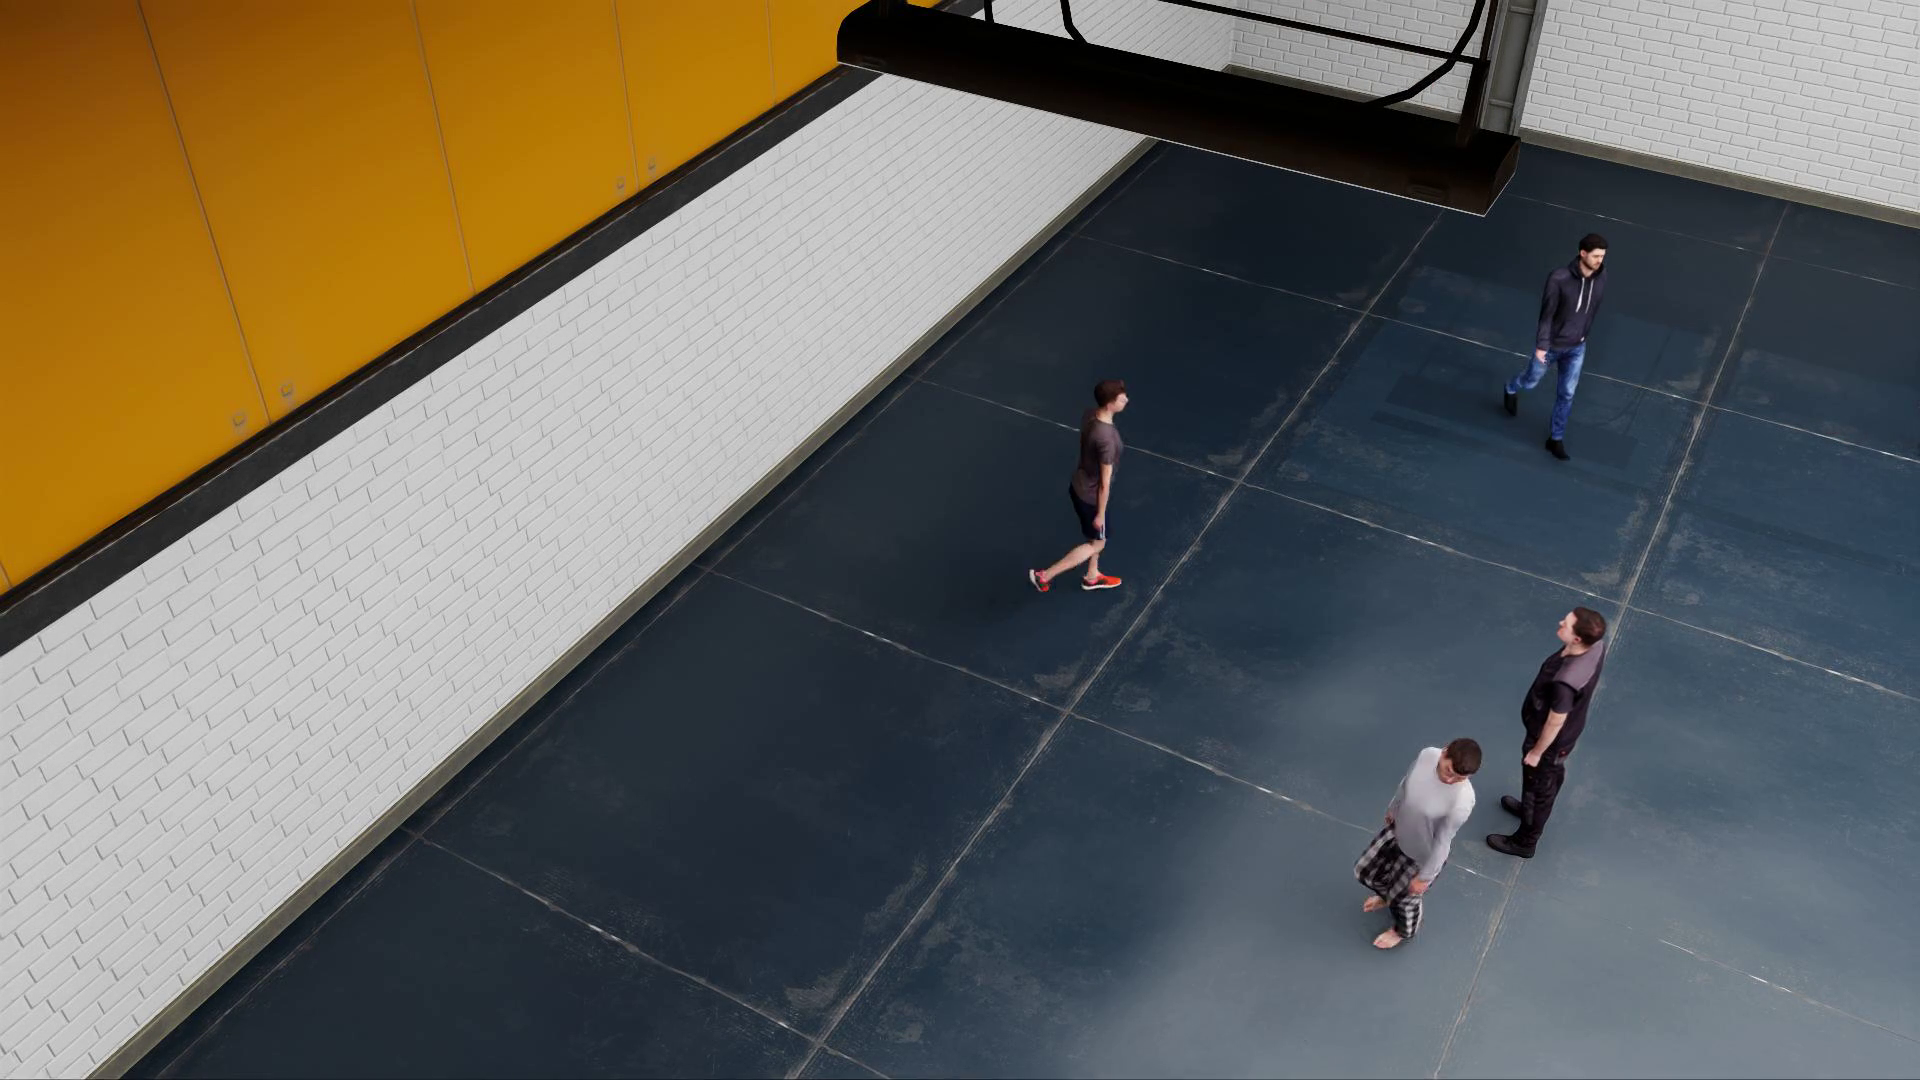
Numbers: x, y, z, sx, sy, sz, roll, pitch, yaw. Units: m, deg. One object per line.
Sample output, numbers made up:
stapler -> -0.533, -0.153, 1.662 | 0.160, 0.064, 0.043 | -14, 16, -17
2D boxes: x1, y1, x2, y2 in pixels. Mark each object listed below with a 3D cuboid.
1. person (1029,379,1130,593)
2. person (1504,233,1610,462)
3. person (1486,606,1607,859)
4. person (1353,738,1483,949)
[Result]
person -> 0.833, -0.312, 11.573 | 1.100, 1.829, 1.025 | -9, 40, -12
person -> 4.710, -1.612, 13.174 | 1.199, 1.862, 1.188 | -5, 39, -7
person -> 3.485, 1.116, 9.772 | 0.570, 1.845, 0.704 | 21, 43, 24
person -> 2.516, 1.650, 9.137 | 0.935, 1.803, 0.859 | -4, 39, -6
